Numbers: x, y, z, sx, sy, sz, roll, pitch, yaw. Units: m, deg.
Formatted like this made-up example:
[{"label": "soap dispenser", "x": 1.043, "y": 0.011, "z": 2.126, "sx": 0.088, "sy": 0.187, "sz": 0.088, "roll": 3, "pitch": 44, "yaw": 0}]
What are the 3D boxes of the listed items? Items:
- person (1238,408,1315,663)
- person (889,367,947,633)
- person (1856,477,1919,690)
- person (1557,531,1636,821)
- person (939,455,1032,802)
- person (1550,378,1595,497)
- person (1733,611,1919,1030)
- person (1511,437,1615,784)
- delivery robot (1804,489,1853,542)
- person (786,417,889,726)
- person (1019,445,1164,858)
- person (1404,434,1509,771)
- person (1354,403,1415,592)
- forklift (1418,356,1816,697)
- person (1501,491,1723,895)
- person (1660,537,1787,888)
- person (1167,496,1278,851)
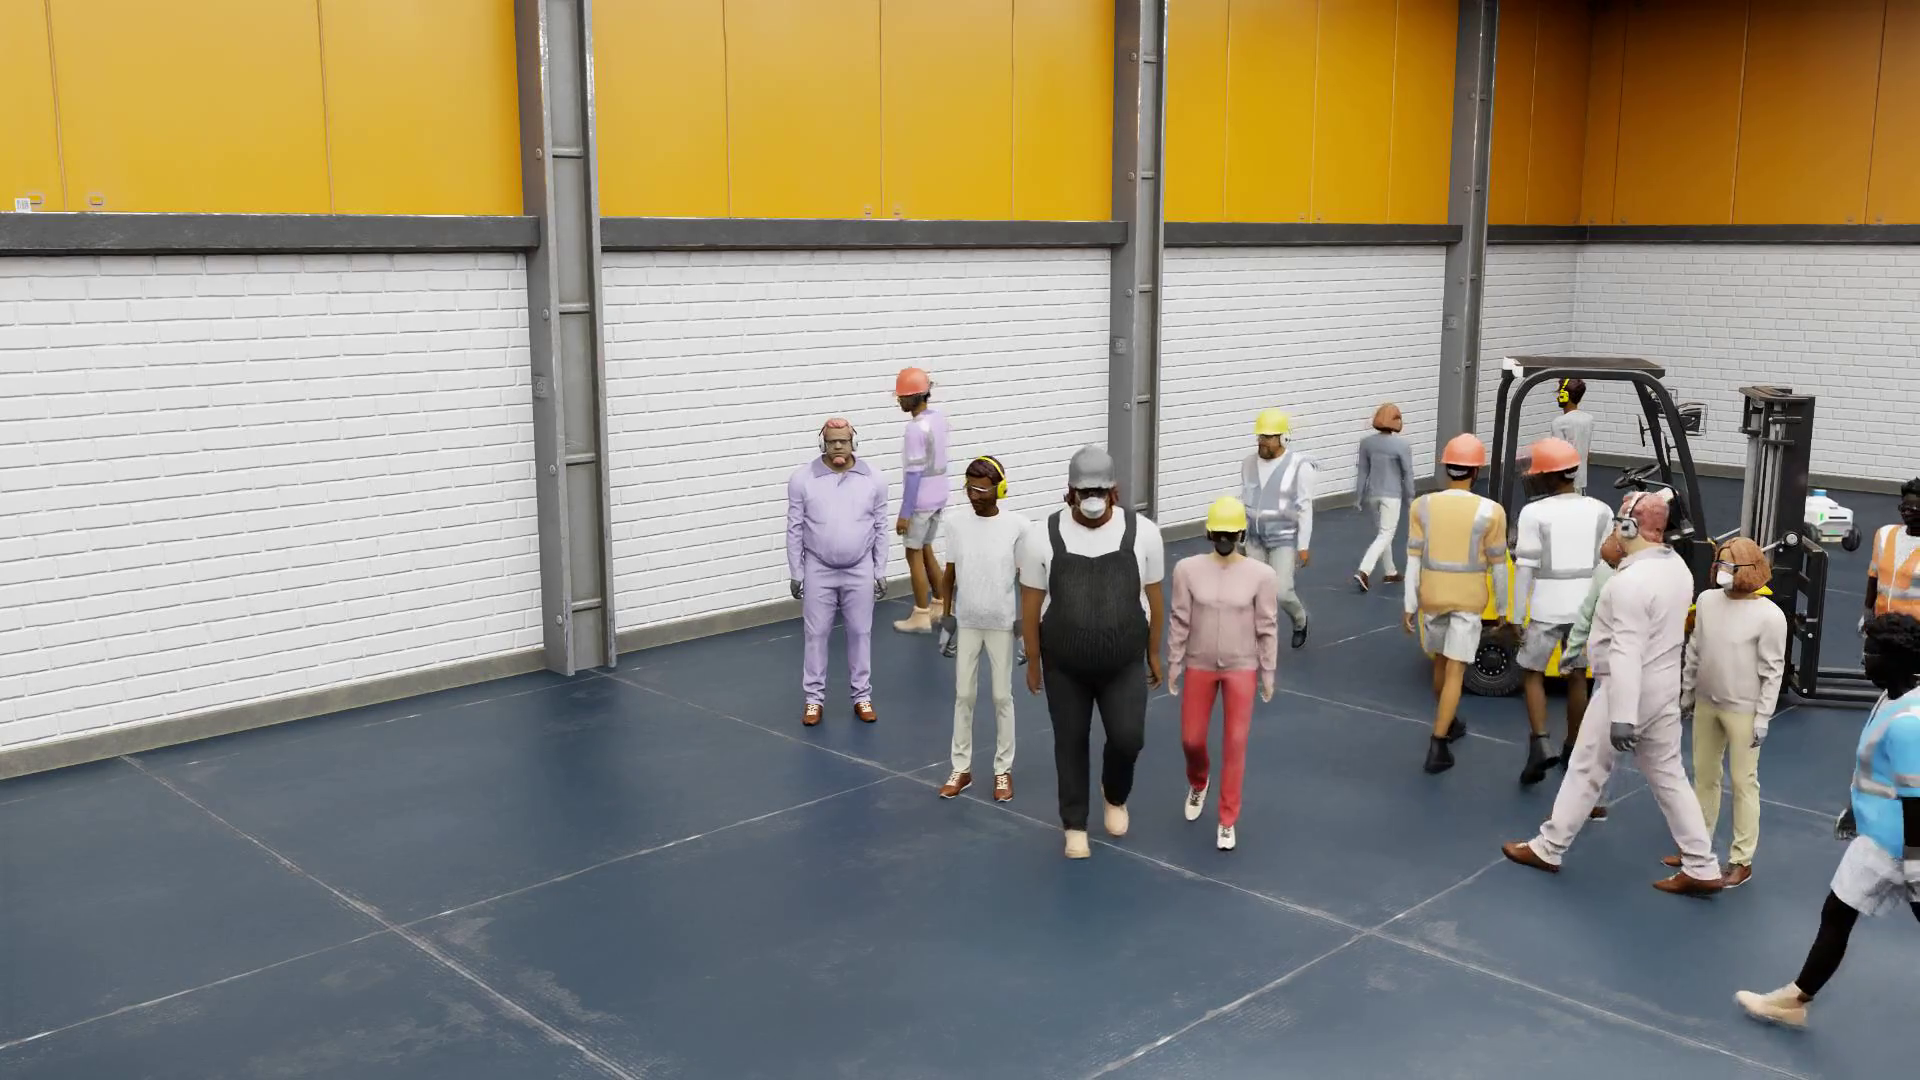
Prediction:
[{"label": "person", "x": 2.219, "y": -0.026, "z": 11.691, "sx": 0.608, "sy": 1.819, "sz": 0.564, "roll": 10, "pitch": 14, "yaw": 42}, {"label": "person", "x": -0.313, "y": -0.286, "z": 12.595, "sx": 0.422, "sy": 2.021, "sz": 0.637, "roll": 3, "pitch": 11, "yaw": 16}, {"label": "person", "x": 5.404, "y": 0.468, "z": 9.368, "sx": 0.639, "sy": 1.676, "sz": 0.538, "roll": -4, "pitch": 11, "yaw": -18}, {"label": "person", "x": 3.414, "y": 0.673, "z": 8.442, "sx": 0.579, "sy": 1.621, "sz": 0.642, "roll": -1, "pitch": 10, "yaw": -7}, {"label": "person", "x": 0.141, "y": 0.471, "z": 8.863, "sx": 0.521, "sy": 1.865, "sz": 0.335, "roll": 3, "pitch": 11, "yaw": 15}, {"label": "person", "x": 4.989, "y": -0.425, "z": 13.730, "sx": 0.514, "sy": 1.872, "sz": 0.328, "roll": -8, "pitch": 13, "yaw": -36}, {"label": "person", "x": 3.475, "y": 1.078, "z": 6.154, "sx": 0.912, "sy": 1.644, "sz": 0.522, "roll": 7, "pitch": 12, "yaw": 33}, {"label": "person", "x": 3.333, "y": 0.404, "z": 9.125, "sx": 0.578, "sy": 1.915, "sz": 0.639, "roll": 1, "pitch": 10, "yaw": 3}, {"label": "delivery robot", "x": 8.300, "y": -0.245, "z": 16.079, "sx": 0.477, "sy": 0.478, "sz": 0.707, "roll": 0, "pitch": 10, "yaw": -1}, {"label": "person", "x": -0.746, "y": 0.192, "z": 10.262, "sx": 0.643, "sy": 1.909, "sz": 0.410, "roll": -2, "pitch": 11, "yaw": -11}, {"label": "person", "x": 0.631, "y": 0.537, "z": 8.018, "sx": 0.711, "sy": 2.000, "sz": 0.536, "roll": 1, "pitch": 10, "yaw": 4}, {"label": "person", "x": 2.849, "y": 0.335, "z": 9.552, "sx": 0.558, "sy": 1.892, "sz": 0.917, "roll": 7, "pitch": 12, "yaw": 32}, {"label": "person", "x": 3.596, "y": -0.370, "z": 14.167, "sx": 0.810, "sy": 1.603, "sz": 0.499, "roll": -8, "pitch": 13, "yaw": -38}, {"label": "forklift", "x": 4.276, "y": -0.101, "z": 11.076, "sx": 2.313, "sy": 2.155, "sz": 1.214, "roll": 2, "pitch": 11, "yaw": 13}, {"label": "person", "x": 3.091, "y": 0.699, "z": 7.662, "sx": 0.651, "sy": 1.857, "sz": 0.982, "roll": -10, "pitch": 14, "yaw": -42}, {"label": "person", "x": 3.572, "y": 0.790, "z": 7.747, "sx": 0.286, "sy": 1.633, "sz": 0.500, "roll": -5, "pitch": 11, "yaw": -25}, {"label": "person", "x": 1.300, "y": 0.634, "z": 8.261, "sx": 0.542, "sy": 1.750, "sz": 0.468, "roll": 2, "pitch": 11, "yaw": 12}]
